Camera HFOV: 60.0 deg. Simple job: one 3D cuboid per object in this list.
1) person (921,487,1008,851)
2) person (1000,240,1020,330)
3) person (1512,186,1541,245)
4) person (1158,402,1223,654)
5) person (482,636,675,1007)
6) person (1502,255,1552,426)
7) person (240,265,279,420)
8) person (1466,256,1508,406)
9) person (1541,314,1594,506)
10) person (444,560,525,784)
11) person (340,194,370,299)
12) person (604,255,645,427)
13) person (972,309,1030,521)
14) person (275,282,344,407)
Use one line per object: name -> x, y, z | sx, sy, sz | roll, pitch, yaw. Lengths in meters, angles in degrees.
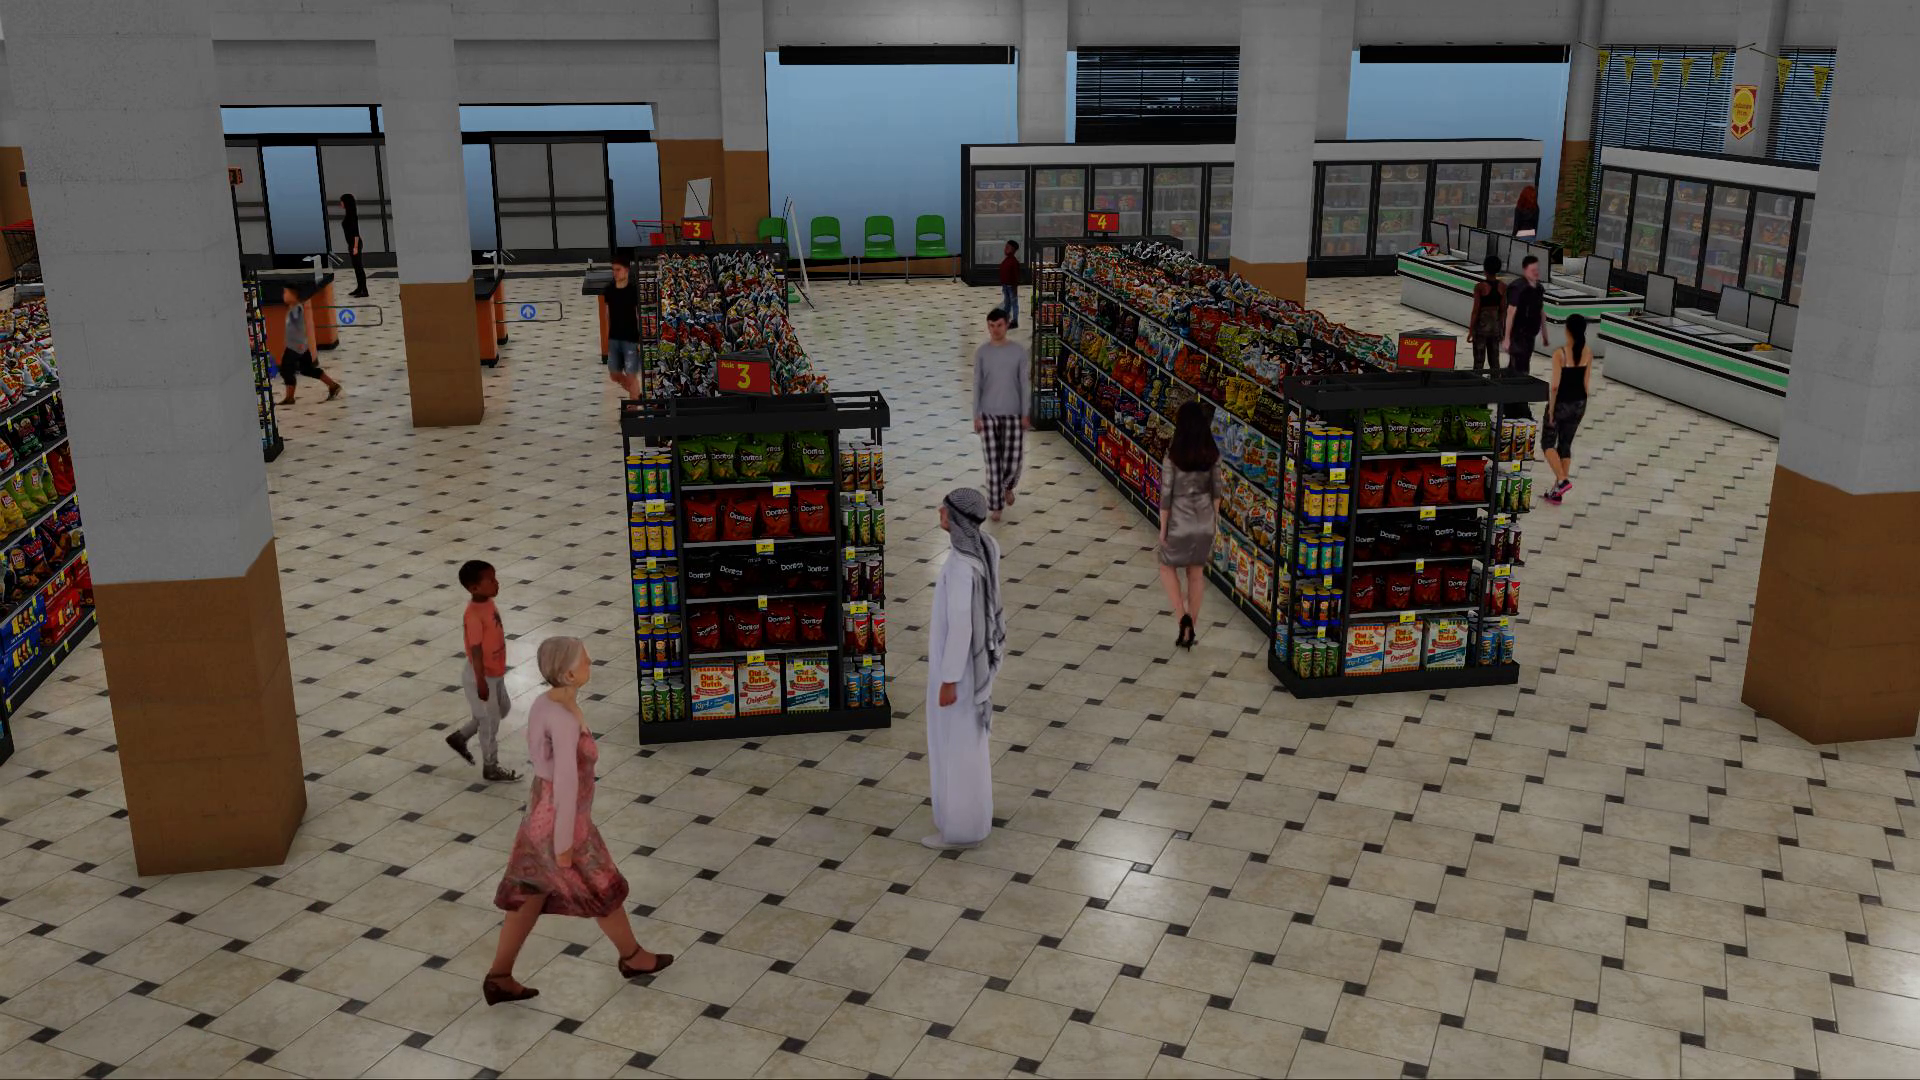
person -> 0.016, 0.653, 8.540 | 0.828, 1.923, 0.705 | 3, 17, 11
person -> 0.732, -3.691, 23.994 | 0.628, 1.256, 0.525 | -10, 20, -31
person -> 9.036, -4.769, 26.629 | 0.572, 1.786, 0.549 | -2, 17, -7
person -> 1.570, -0.047, 11.168 | 0.590, 1.735, 0.680 | -4, 17, -11
person -> -1.778, 1.247, 7.070 | 0.919, 1.641, 1.081 | -10, 20, -30
person -> 6.000, -2.166, 17.986 | 1.058, 1.828, 1.023 | 14, 22, 38
person -> -7.733, -2.096, 17.877 | 0.847, 1.758, 0.742 | -14, 22, -38
person -> 6.000, -2.390, 18.946 | 0.569, 1.699, 0.493 | -3, 17, -10
person -> 5.425, -1.130, 14.766 | 0.573, 1.717, 0.669 | -3, 17, -8
person -> -2.731, 0.737, 9.330 | 0.629, 1.302, 0.673 | 1, 17, 3
person -> -9.768, -4.757, 26.842 | 0.713, 1.641, 0.572 | -10, 20, -31
person -> -3.547, -2.163, 17.961 | 0.866, 1.836, 0.955 | 6, 18, 20
person -> 0.361, -1.103, 14.481 | 0.743, 1.832, 0.818 | 1, 17, 5
person -> -7.536, -2.287, 19.064 | 0.794, 1.433, 0.992 | -7, 18, -23
